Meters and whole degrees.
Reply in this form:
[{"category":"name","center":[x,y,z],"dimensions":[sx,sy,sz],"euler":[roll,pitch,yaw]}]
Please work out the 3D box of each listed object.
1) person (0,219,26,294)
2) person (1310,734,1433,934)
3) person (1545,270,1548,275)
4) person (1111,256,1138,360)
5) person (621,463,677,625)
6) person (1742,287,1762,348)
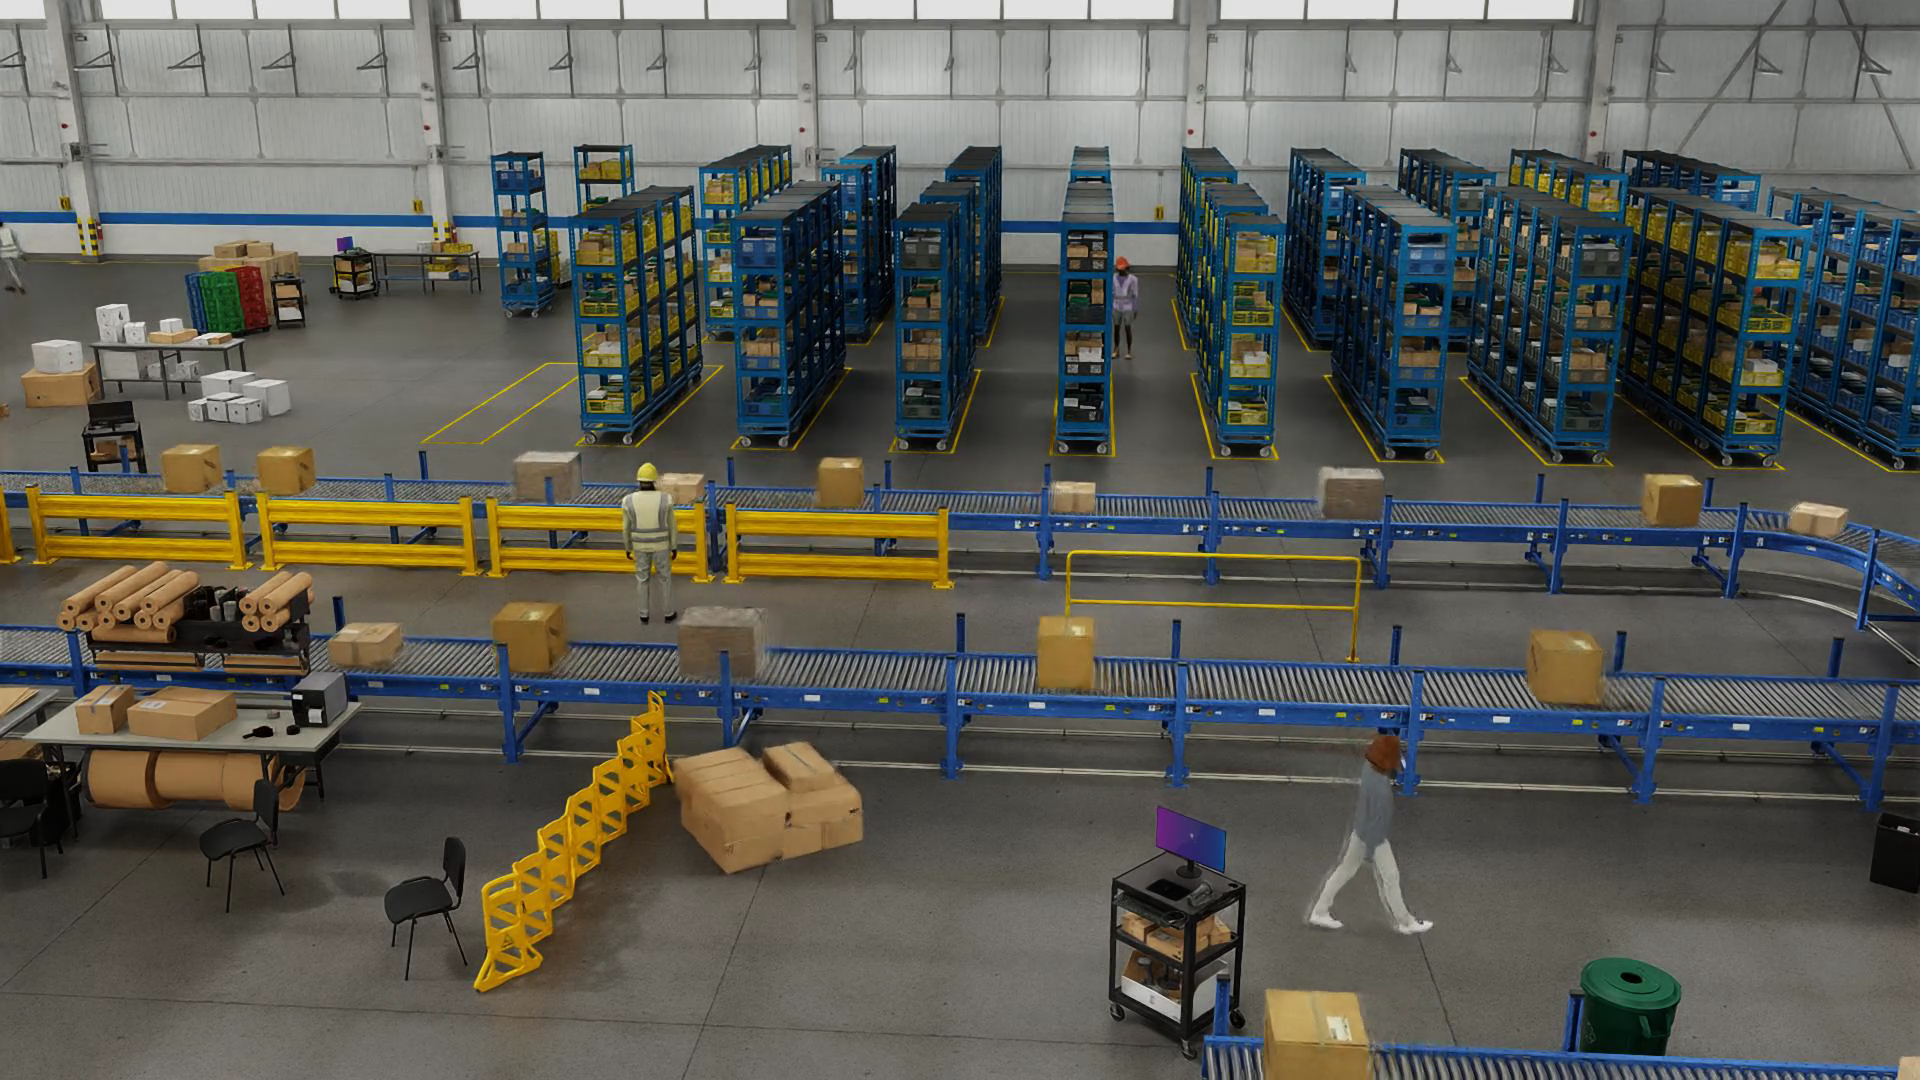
[{"category":"person","center":[-23.151,-6.924,40.482],"dimensions":[1.008,1.877,0.664],"euler":[13,22,35]},{"category":"person","center":[3.019,2.148,12.157],"dimensions":[0.892,1.579,0.509],"euler":[-1,18,-2]},{"category":"person","center":[11.355,-4.442,32.651],"dimensions":[0.376,1.835,0.566],"euler":[4,18,14]},{"category":"person","center":[3.187,-4.559,32.707],"dimensions":[0.618,2.035,0.424],"euler":[7,19,21]},{"category":"person","center":[-3.422,0.046,18.414],"dimensions":[0.591,1.833,0.404],"euler":[-1,18,-4]},{"category":"person","center":[14.197,-3.668,29.937],"dimensions":[0.400,1.989,0.623],"euler":[7,19,20]}]
